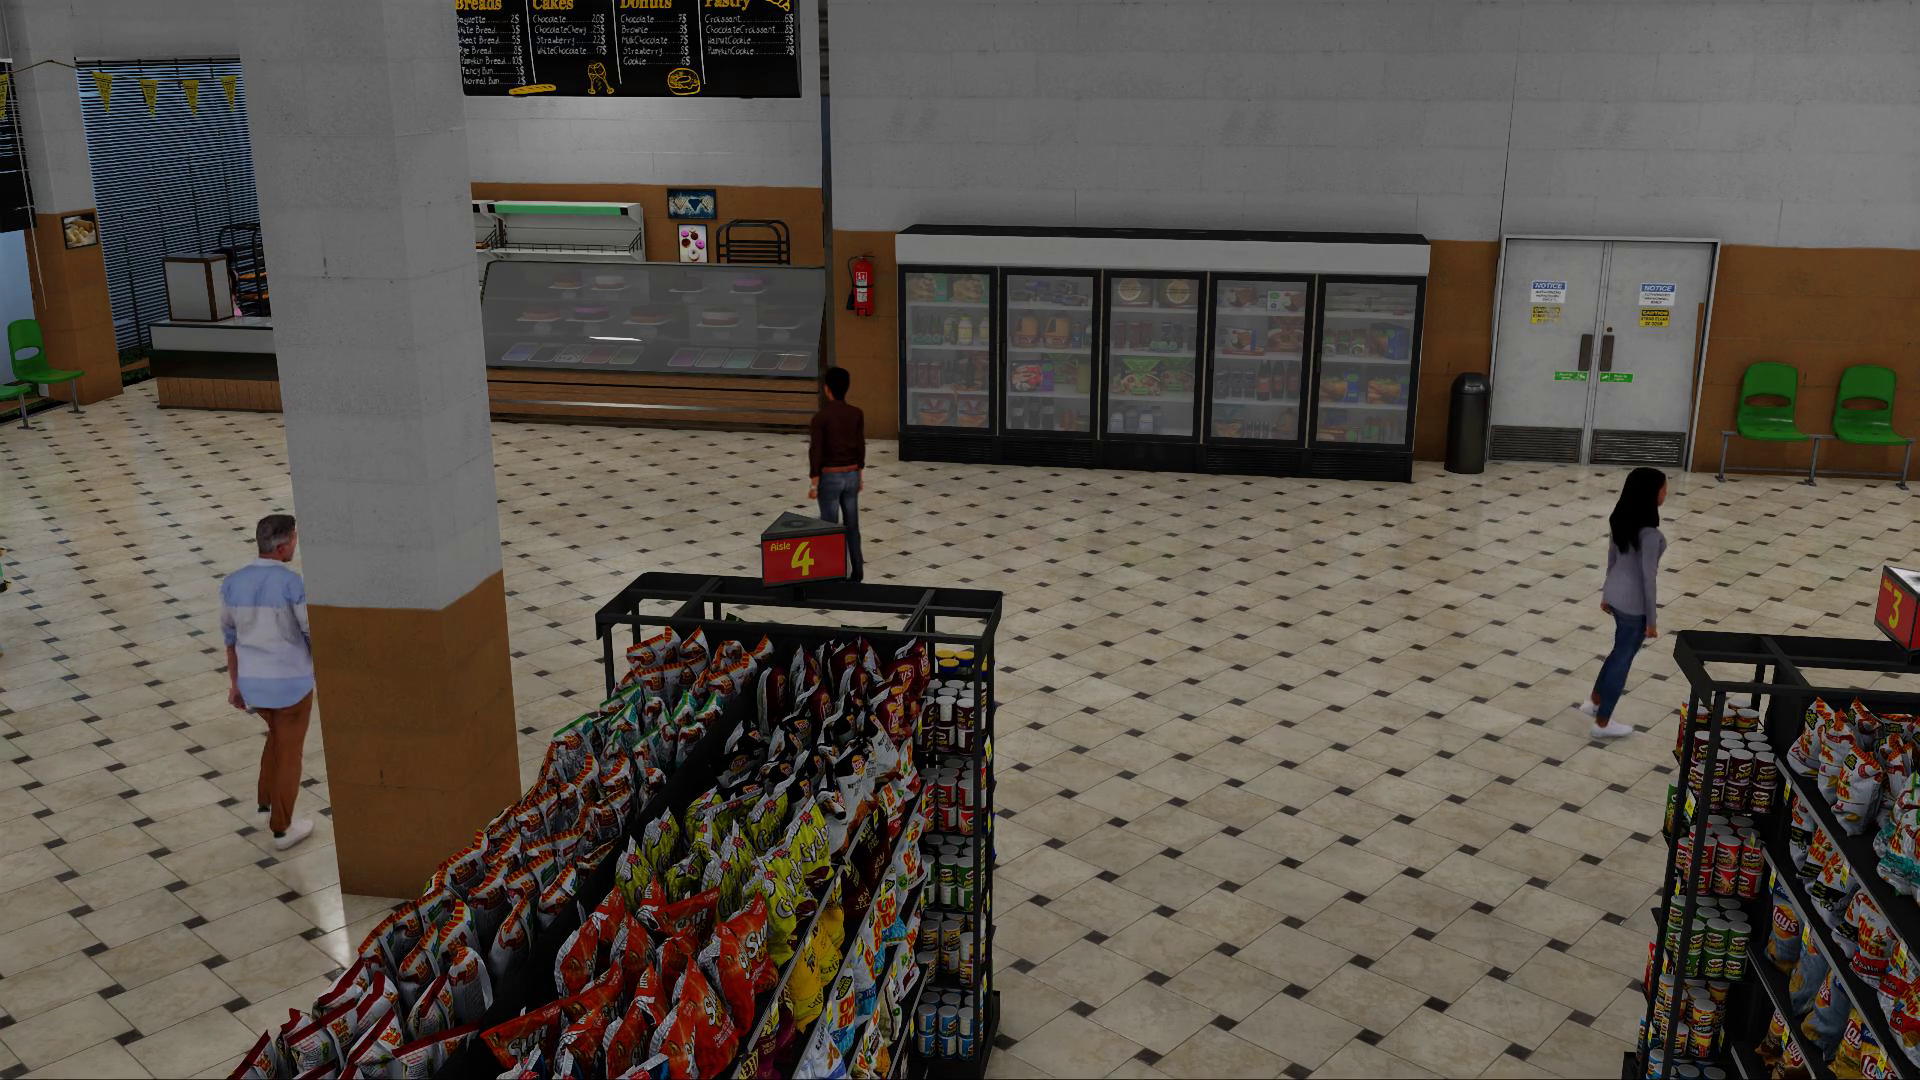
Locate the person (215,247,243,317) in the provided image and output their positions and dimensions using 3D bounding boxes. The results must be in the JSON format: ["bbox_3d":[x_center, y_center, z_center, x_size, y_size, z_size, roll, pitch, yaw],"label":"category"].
[{"bbox_3d":[-8.850,-2.678,20.182,0.670,1.742,0.509,0,17,-1],"label":"person"}]

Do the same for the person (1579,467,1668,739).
[{"bbox_3d":[3.948,0.402,10.069,0.774,1.724,0.656,-3,17,-9],"label":"person"}]

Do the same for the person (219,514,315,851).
[{"bbox_3d":[-3.608,0.782,8.693,0.704,1.796,0.666,4,17,12],"label":"person"}]

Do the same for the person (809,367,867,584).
[{"bbox_3d":[-0.925,-0.445,12.762,0.688,1.780,0.756,-12,21,-35],"label":"person"}]
